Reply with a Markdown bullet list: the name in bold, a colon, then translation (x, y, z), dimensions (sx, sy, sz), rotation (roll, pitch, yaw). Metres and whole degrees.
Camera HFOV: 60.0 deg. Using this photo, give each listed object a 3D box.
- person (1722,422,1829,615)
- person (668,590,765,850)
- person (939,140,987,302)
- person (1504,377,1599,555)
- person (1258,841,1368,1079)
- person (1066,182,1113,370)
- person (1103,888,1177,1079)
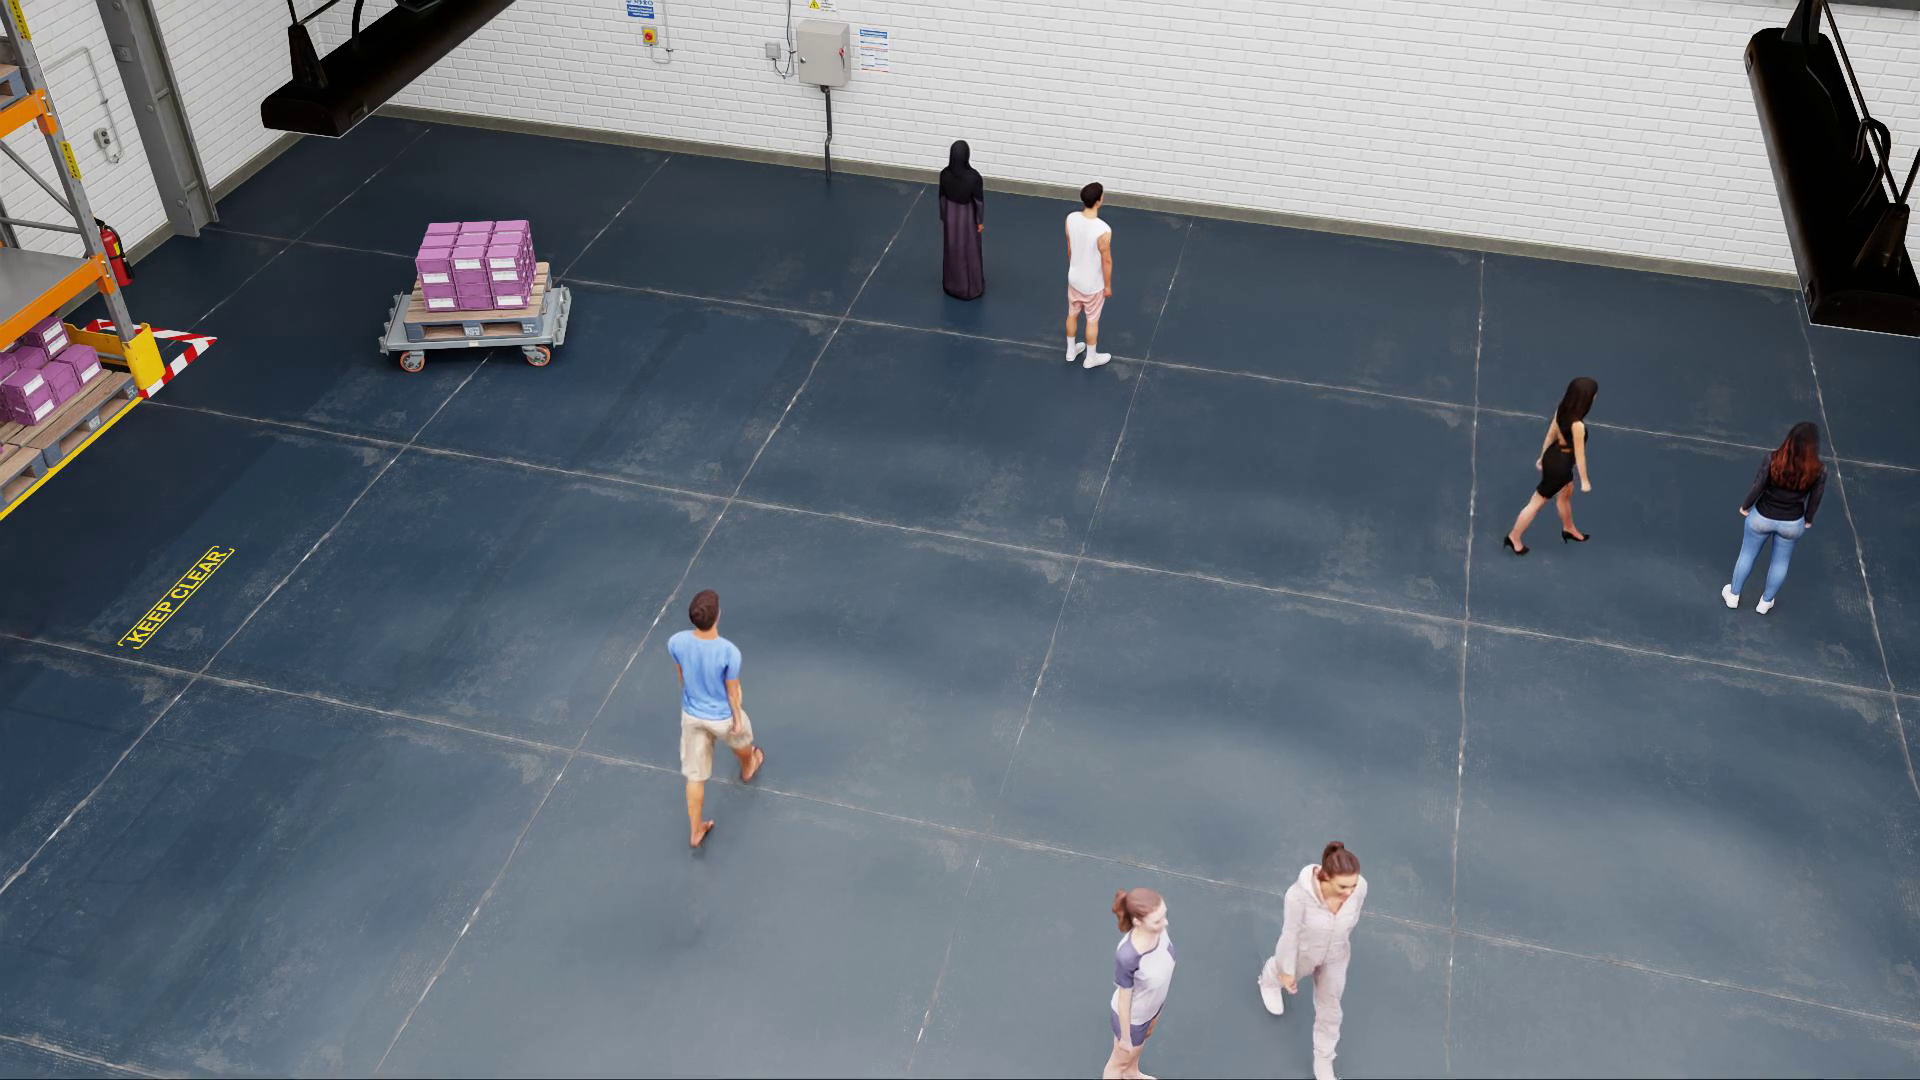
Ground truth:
- **person**: translation (6.047, -0.168, 12.310), dimensions (0.666, 1.632, 0.590), rotation (14, 41, 17)
- **person**: translation (-1.611, 1.151, 10.506), dimensions (0.679, 1.822, 1.211), rotation (8, 39, 10)
- **person**: translation (0.010, -3.089, 15.981), dimensions (0.625, 1.614, 0.609), rotation (14, 41, 16)
- **person**: translation (4.494, -0.524, 12.766), dimensions (0.763, 1.618, 0.926), rotation (2, 39, 2)
- **person**: translation (1.933, 2.228, 9.295), dimensions (0.890, 1.649, 1.158), rotation (-4, 39, -5)
- **person**: translation (1.137, -2.372, 14.943), dimensions (0.726, 1.789, 0.729), rotation (30, 47, 32)
- **person**: translation (0.951, 2.474, 8.891), dimensions (0.701, 1.769, 0.600), rotation (21, 43, 24)
